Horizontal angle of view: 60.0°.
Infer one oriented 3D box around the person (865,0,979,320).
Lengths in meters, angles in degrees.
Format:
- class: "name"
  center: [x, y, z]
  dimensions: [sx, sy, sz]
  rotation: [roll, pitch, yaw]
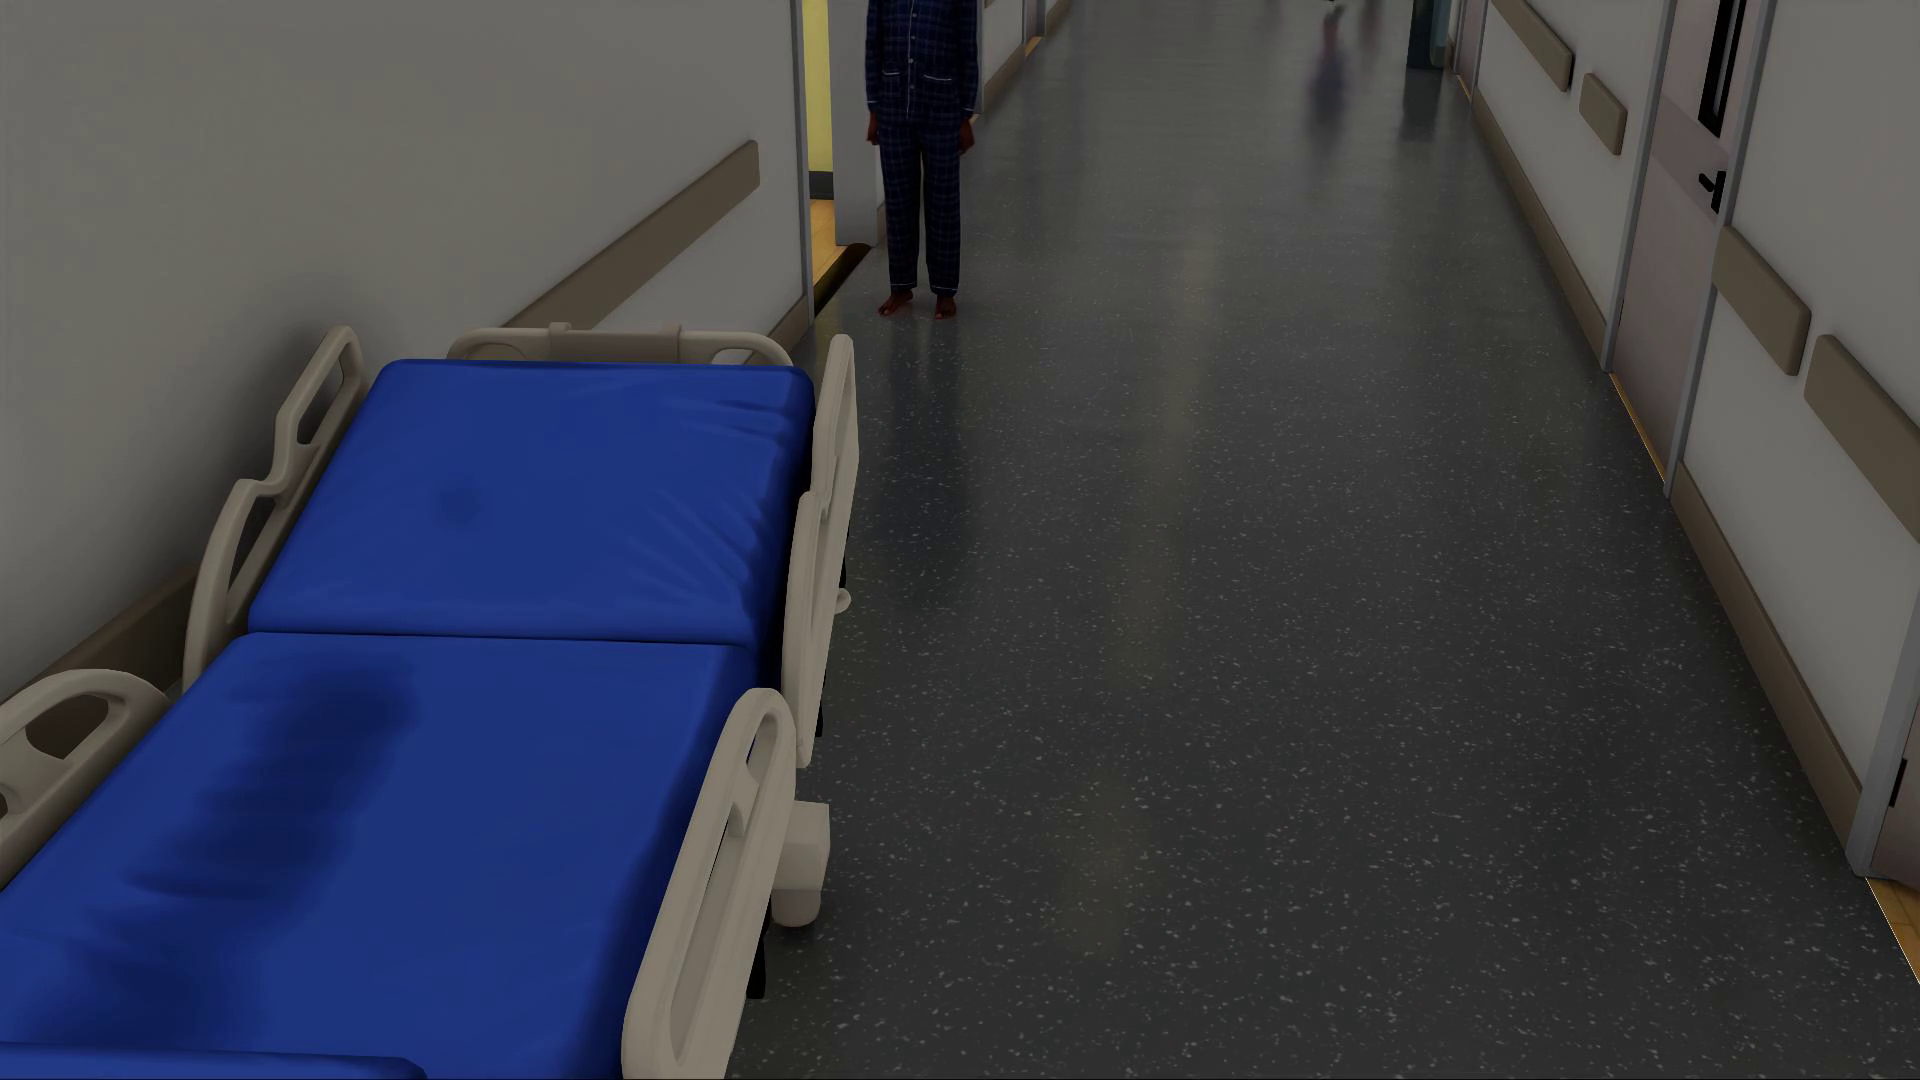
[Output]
- class: "person"
  center: [-0.170, -1.917, 7.436]
  dimensions: [0.545, 1.824, 0.734]
  rotation: [6, 26, 12]
